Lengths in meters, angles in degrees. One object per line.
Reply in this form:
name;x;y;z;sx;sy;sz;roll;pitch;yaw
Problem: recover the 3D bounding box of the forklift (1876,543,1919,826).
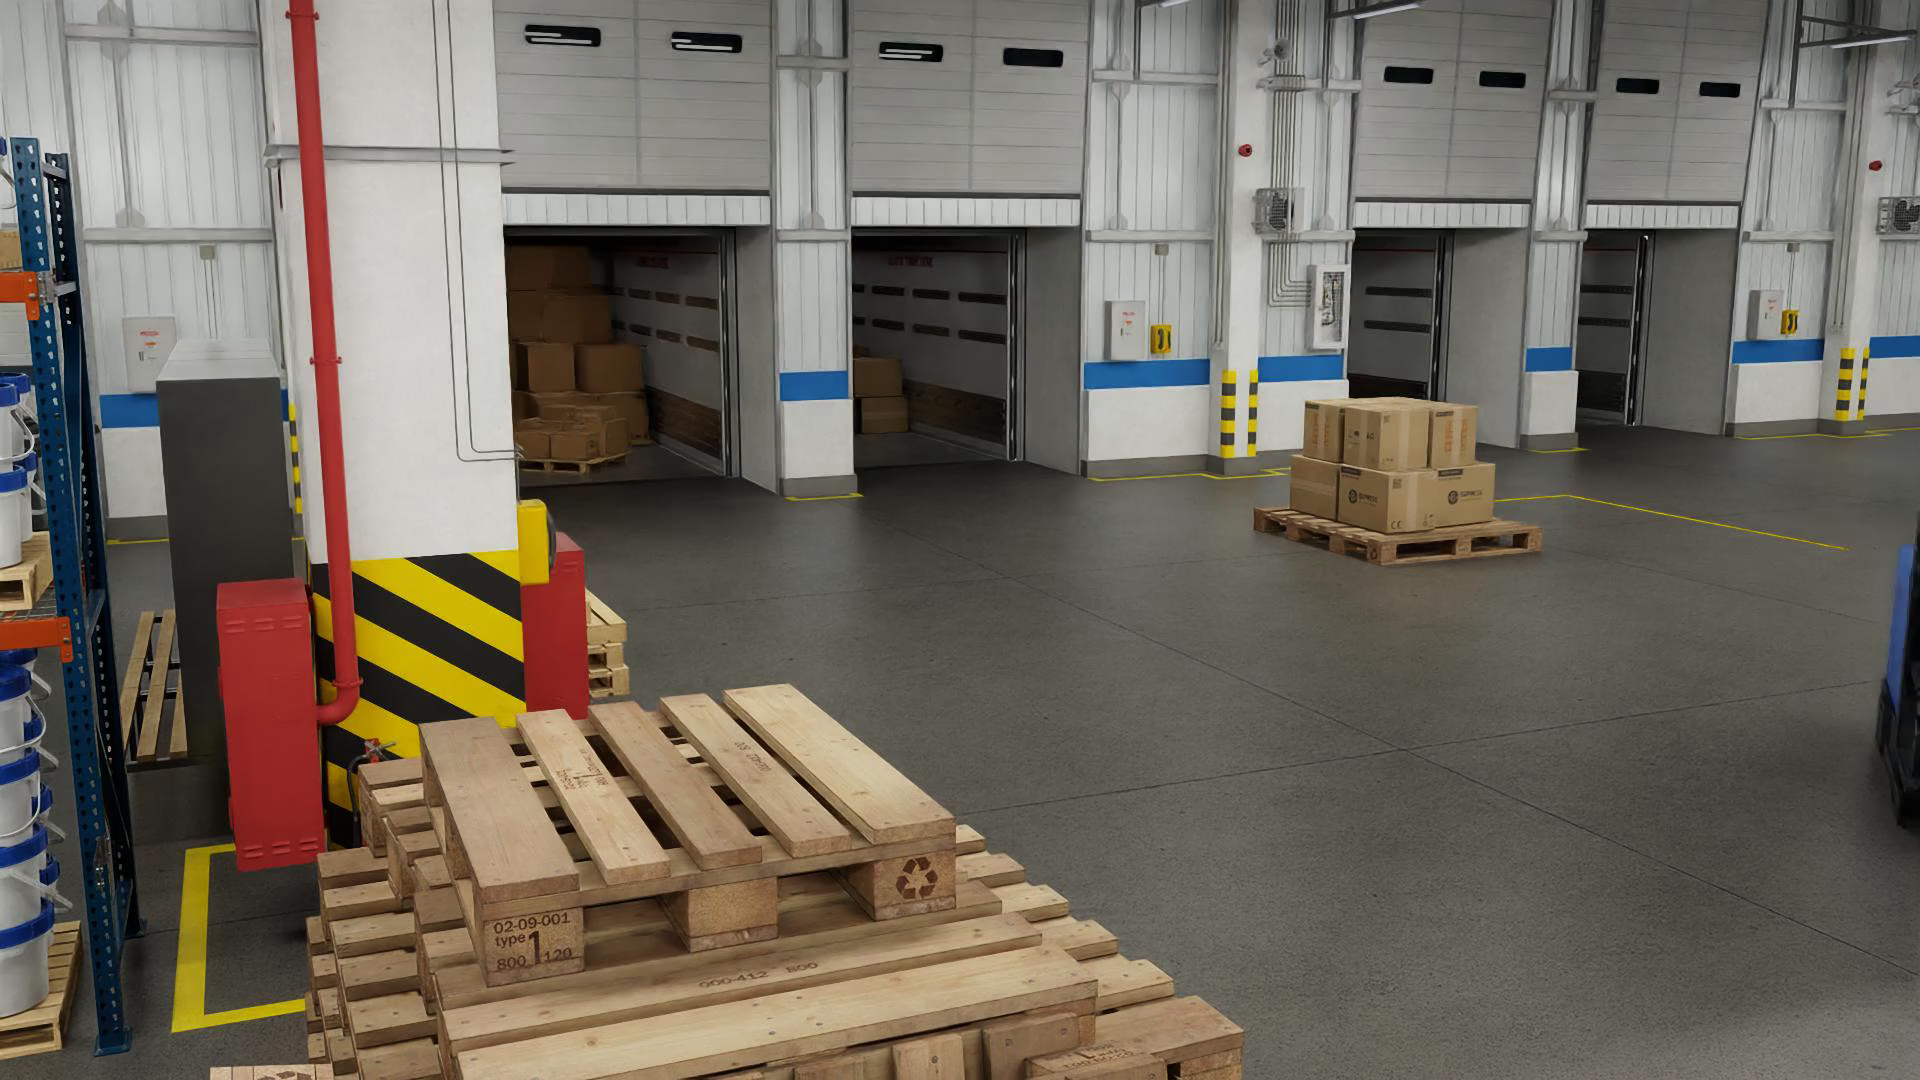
forklift;5.205;-0.147;7.997;1.129;2.768;1.873;5;11;25
